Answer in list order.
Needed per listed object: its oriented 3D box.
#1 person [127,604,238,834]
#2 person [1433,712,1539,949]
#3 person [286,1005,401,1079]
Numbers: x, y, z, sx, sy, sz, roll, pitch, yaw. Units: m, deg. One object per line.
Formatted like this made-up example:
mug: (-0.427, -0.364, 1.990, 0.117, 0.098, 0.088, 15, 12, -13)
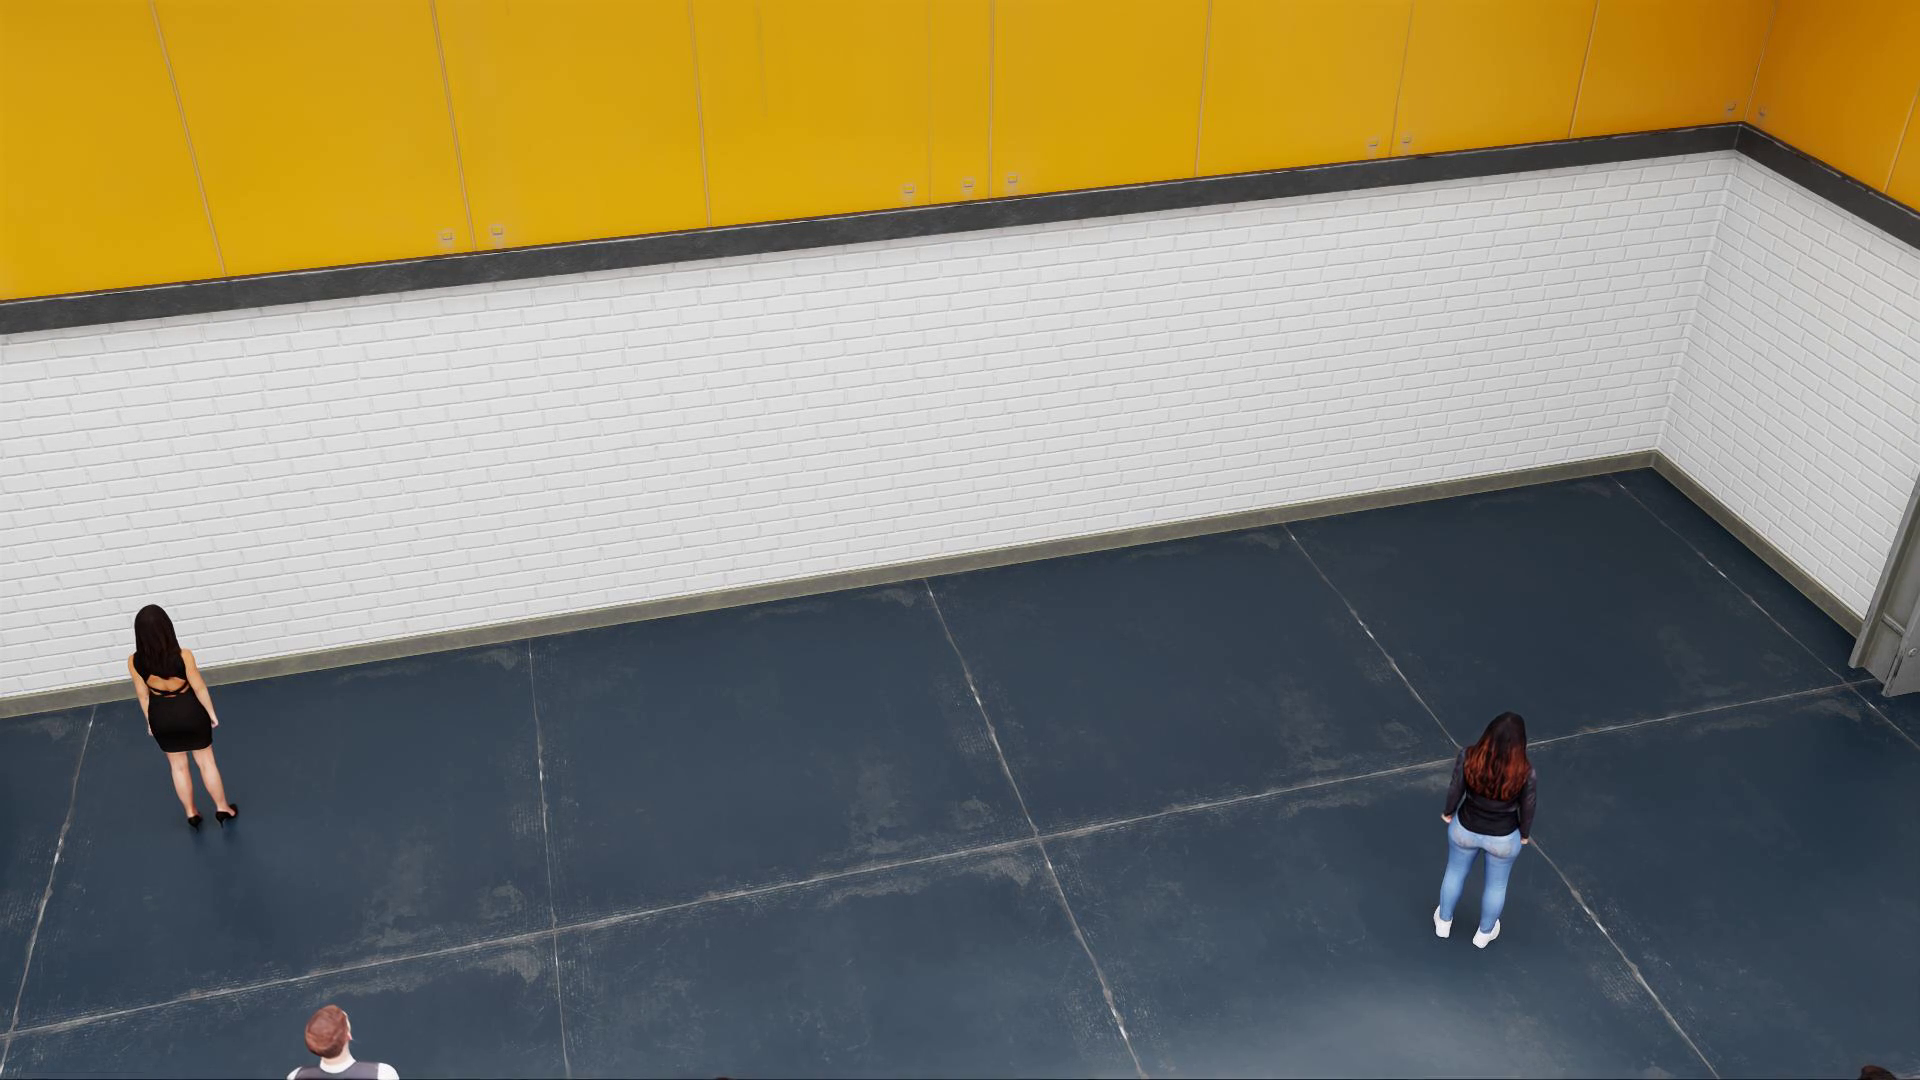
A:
person: (-4.765, 1.109, 10.156, 0.556, 1.648, 0.477, -8, 34, -11)
person: (2.970, 1.629, 9.386, 0.721, 1.634, 0.764, 14, 36, 21)
person: (-2.651, 2.779, 7.385, 0.667, 1.934, 0.600, -4, 34, -6)
